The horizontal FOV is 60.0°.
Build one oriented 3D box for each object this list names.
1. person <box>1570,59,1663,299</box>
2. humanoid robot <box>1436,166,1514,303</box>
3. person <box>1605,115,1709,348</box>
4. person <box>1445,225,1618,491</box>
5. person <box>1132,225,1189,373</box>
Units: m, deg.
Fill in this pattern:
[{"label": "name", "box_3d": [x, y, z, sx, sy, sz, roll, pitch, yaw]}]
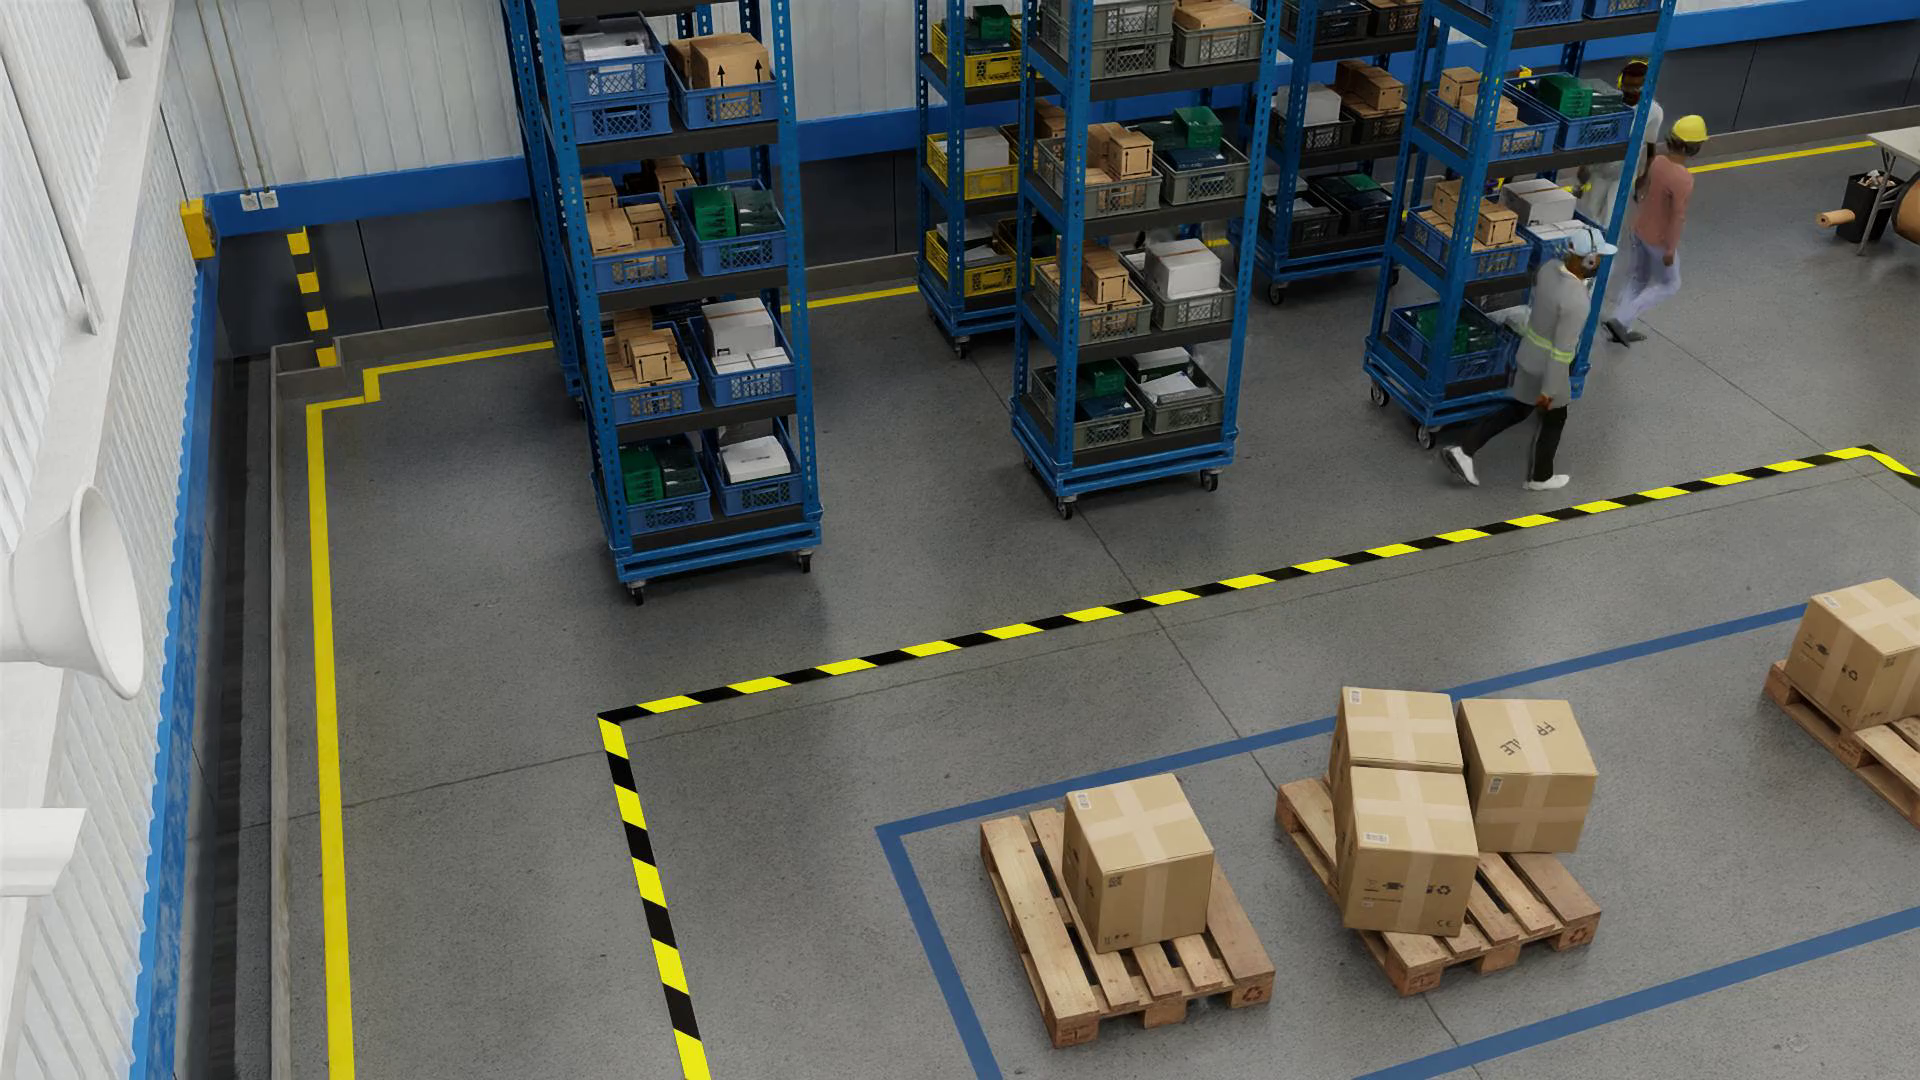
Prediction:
[{"label": "person", "box_3d": [4.884, -2.696, 12.500, 0.496, 1.856, 0.558, 23, 41, 29]}, {"label": "humanoid robot", "box_3d": [3.833, -2.572, 12.497, 0.419, 1.645, 0.589, -28, 44, -34]}, {"label": "person", "box_3d": [4.974, -2.166, 11.836, 0.391, 1.749, 0.539, -3, 35, -5]}, {"label": "person", "box_3d": [3.534, -1.083, 10.242, 0.762, 1.825, 0.597, -6, 36, -8]}, {"label": "person", "box_3d": [1.249, -1.855, 11.327, 0.892, 1.829, 0.569, -7, 36, -10]}]
